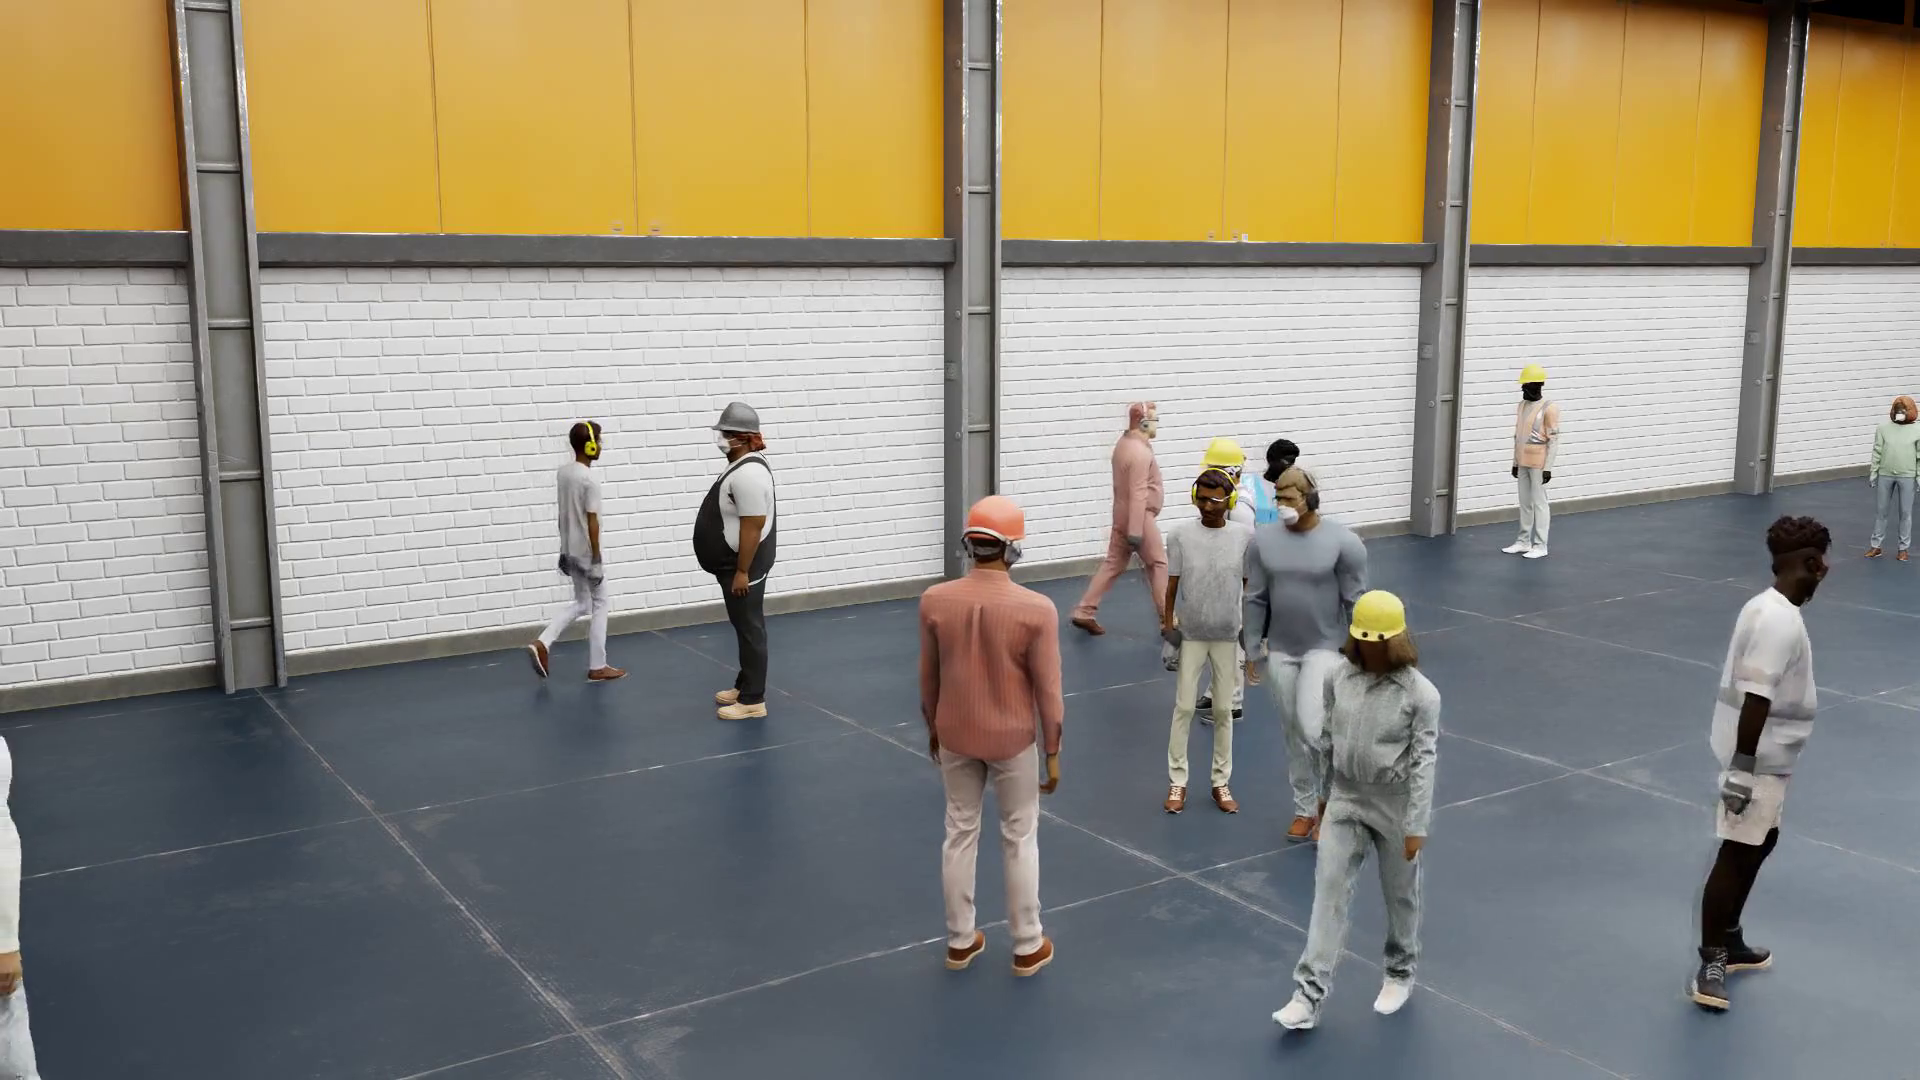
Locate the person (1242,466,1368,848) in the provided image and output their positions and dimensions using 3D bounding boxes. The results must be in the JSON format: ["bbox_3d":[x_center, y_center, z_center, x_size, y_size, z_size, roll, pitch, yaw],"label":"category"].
[{"bbox_3d":[1.694,0.589,8.336,0.637,1.920,0.523,8,12,38],"label":"person"}]

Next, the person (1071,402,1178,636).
[{"bbox_3d":[1.346,-0.157,13.001,0.984,1.864,0.656,-2,10,-10],"label":"person"}]

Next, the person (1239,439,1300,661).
[{"bbox_3d":[2.190,0.076,12.191,0.649,1.657,0.404,0,9,0],"label":"person"}]

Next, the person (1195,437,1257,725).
[{"bbox_3d":[1.664,0.254,10.598,0.404,1.833,0.589,-1,10,-8],"label":"person"}]

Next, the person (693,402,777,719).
[{"bbox_3d":[-1.453,0.125,10.754,0.537,2.000,0.683,-1,10,-8],"label":"person"}]

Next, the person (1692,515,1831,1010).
[{"bbox_3d":[3.174,0.875,6.616,0.400,1.927,0.785,5,11,27],"label":"person"}]

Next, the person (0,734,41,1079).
[{"bbox_3d":[-3.155,1.171,5.048,0.653,1.867,0.918,0,9,-1],"label":"person"}]

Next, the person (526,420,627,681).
[{"bbox_3d":[-2.663,0.097,11.501,0.629,1.848,0.532,-9,13,-43],"label":"person"}]

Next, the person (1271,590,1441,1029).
[{"bbox_3d":[1.525,1.033,6.295,0.506,1.704,0.798,7,12,38],"label":"person"}]

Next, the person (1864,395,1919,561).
[{"bbox_3d":[9.259,-0.614,16.431,0.498,1.633,0.283,9,13,42],"label":"person"}]

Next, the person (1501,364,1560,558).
[{"bbox_3d":[5.686,-0.780,16.547,0.386,1.926,0.591,-3,10,-16],"label":"person"}]

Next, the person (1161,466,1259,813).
[{"bbox_3d":[1.335,0.531,8.844,0.520,1.865,0.335,1,9,3],"label":"person"}]

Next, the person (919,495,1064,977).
[{"bbox_3d":[0.128,0.804,6.815,0.632,1.992,0.395,3,10,20],"label":"person"}]
